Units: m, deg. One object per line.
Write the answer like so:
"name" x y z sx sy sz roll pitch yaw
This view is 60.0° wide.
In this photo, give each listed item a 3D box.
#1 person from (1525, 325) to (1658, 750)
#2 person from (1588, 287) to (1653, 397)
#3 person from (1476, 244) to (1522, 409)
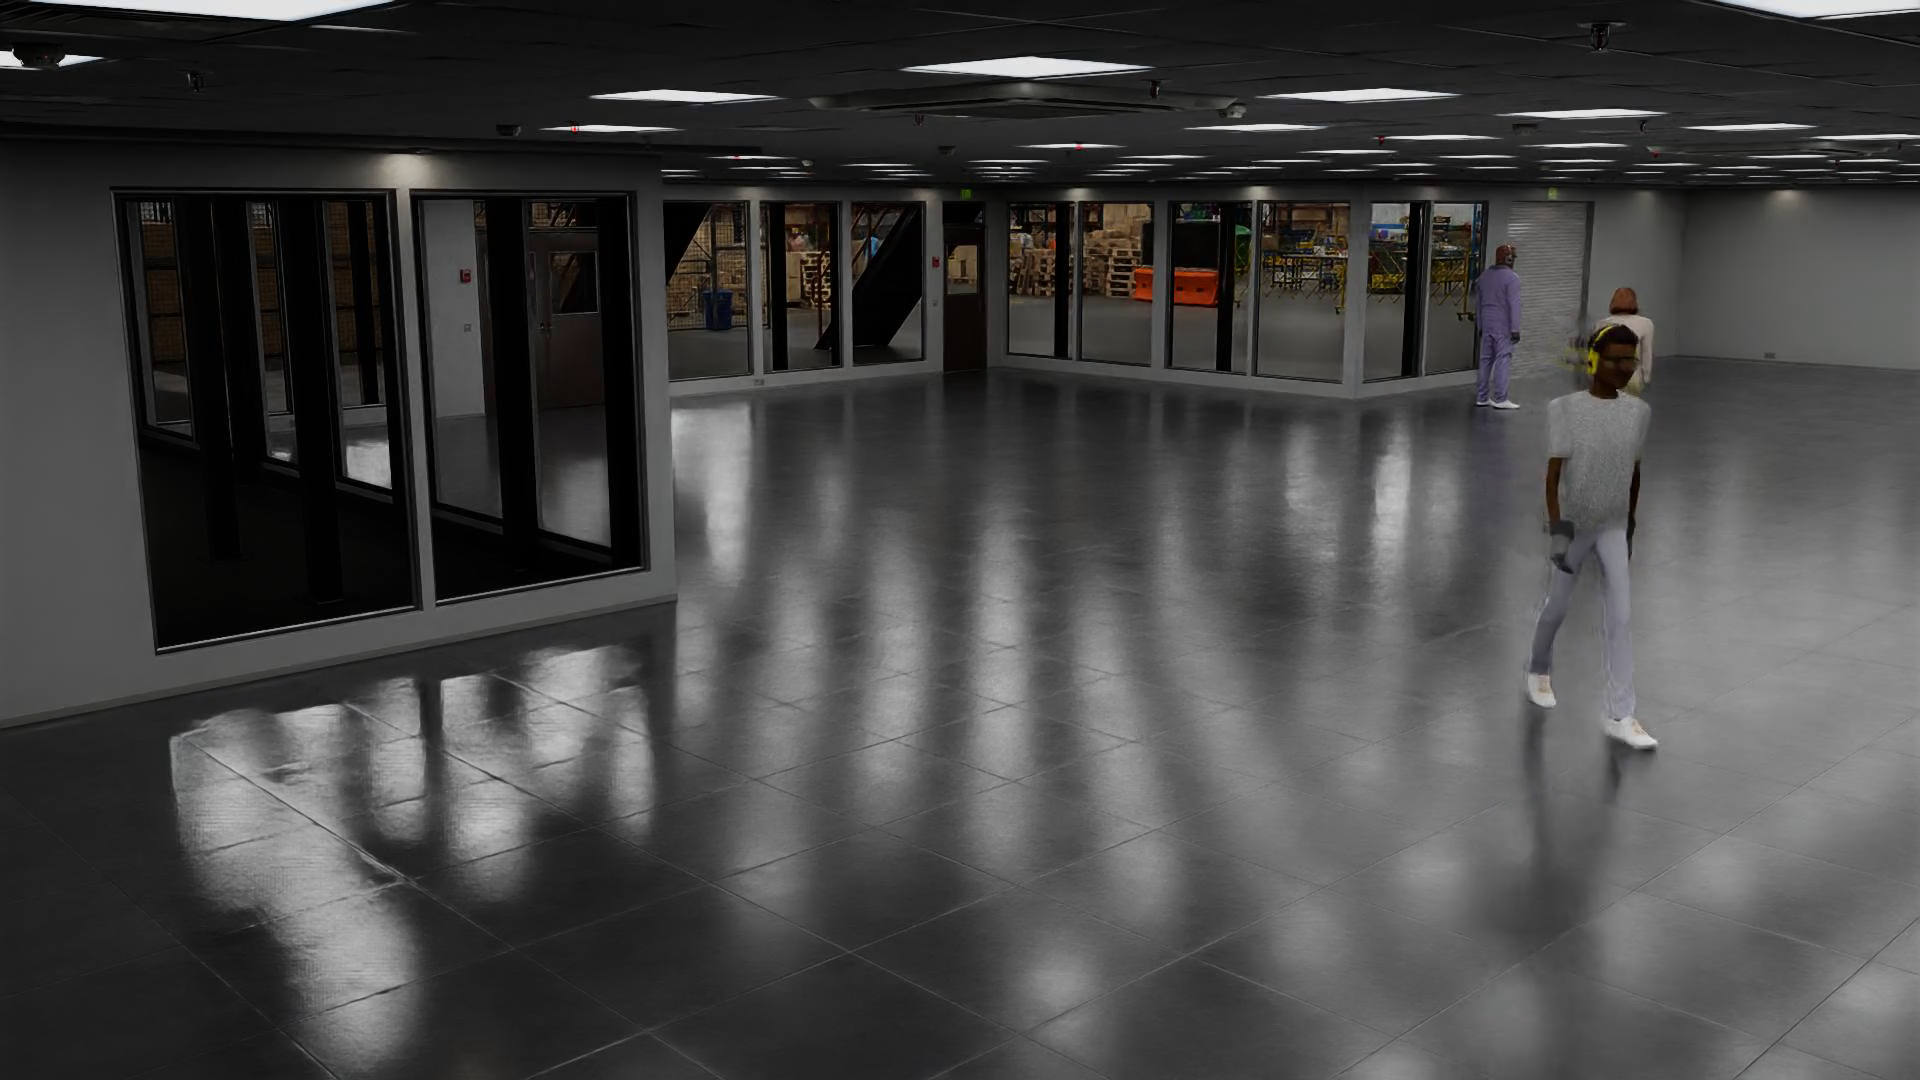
"person" 2.839 -0.054 7.479 0.503 1.818 0.957 0 11 0
"person" 5.972 -1.481 15.085 0.519 1.612 0.559 3 12 14
"person" 6.318 -2.486 19.418 0.403 1.906 0.651 -5 12 -24
